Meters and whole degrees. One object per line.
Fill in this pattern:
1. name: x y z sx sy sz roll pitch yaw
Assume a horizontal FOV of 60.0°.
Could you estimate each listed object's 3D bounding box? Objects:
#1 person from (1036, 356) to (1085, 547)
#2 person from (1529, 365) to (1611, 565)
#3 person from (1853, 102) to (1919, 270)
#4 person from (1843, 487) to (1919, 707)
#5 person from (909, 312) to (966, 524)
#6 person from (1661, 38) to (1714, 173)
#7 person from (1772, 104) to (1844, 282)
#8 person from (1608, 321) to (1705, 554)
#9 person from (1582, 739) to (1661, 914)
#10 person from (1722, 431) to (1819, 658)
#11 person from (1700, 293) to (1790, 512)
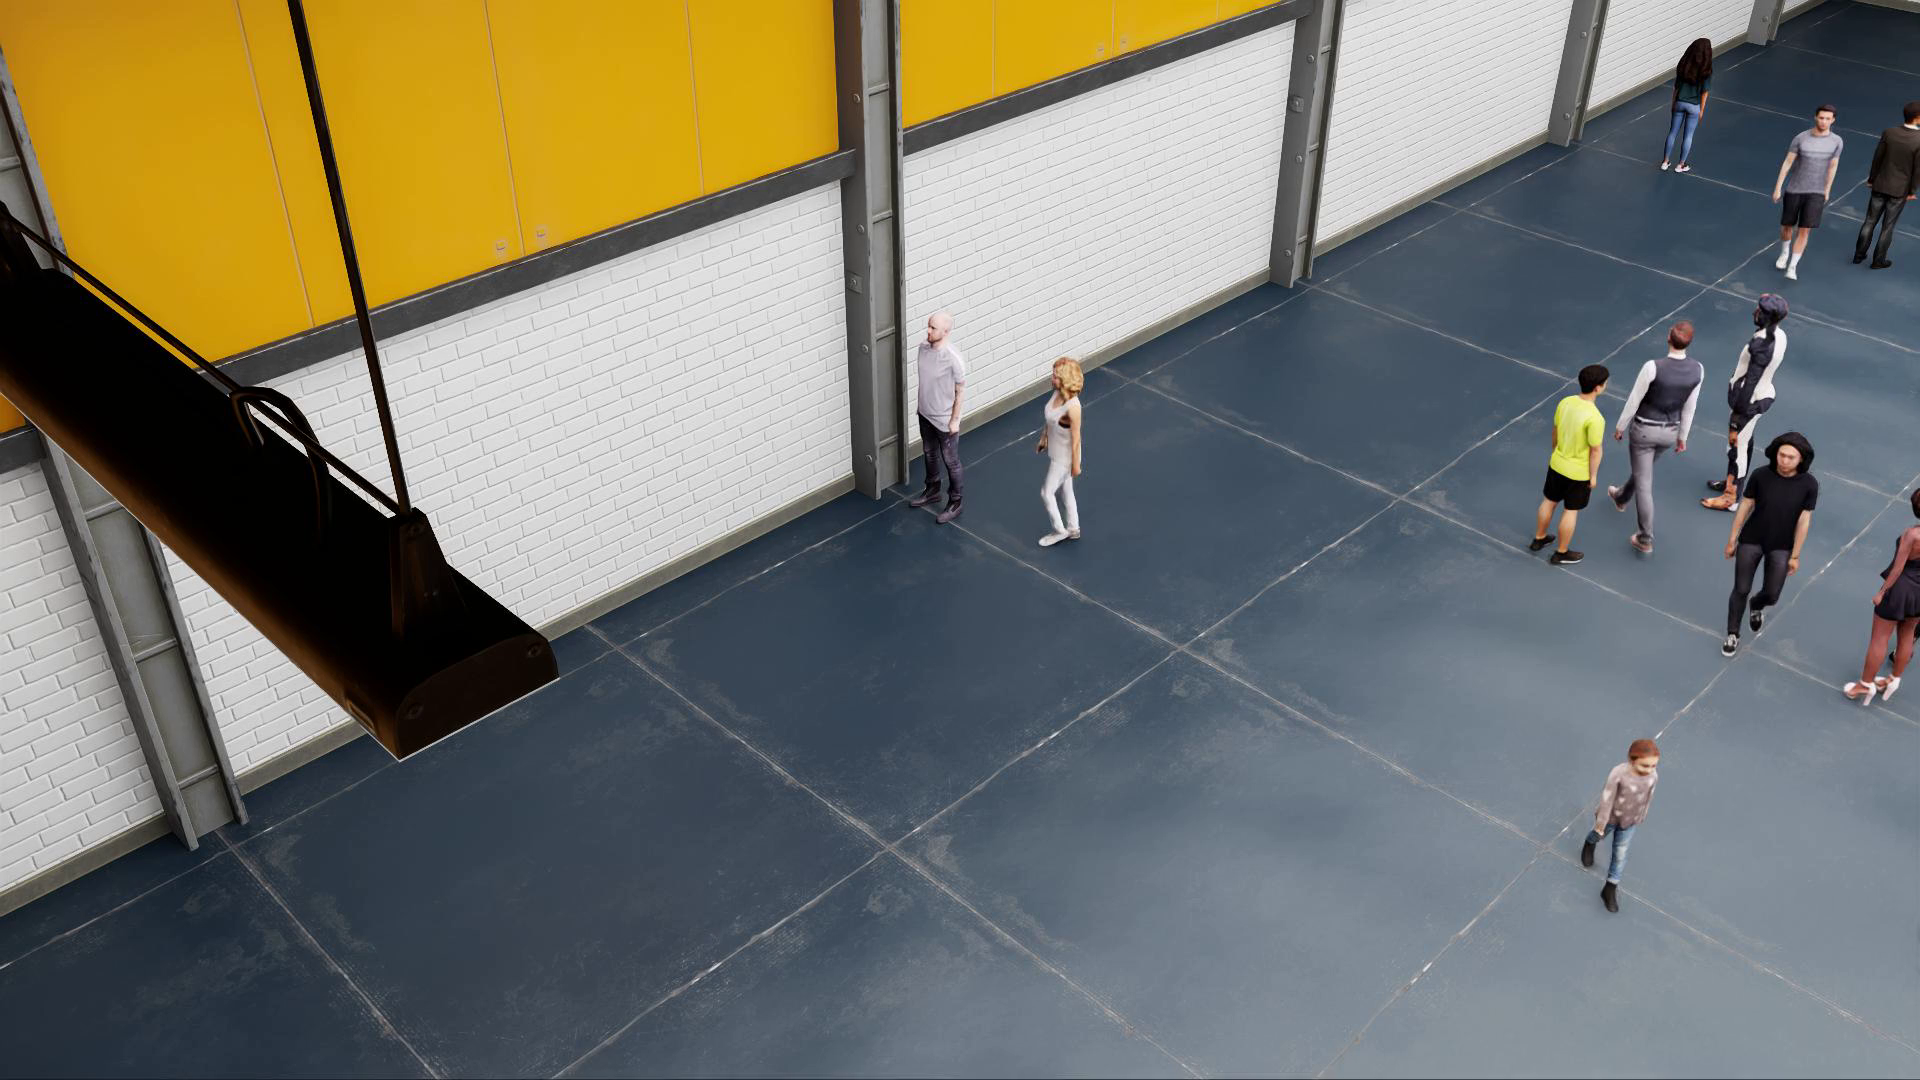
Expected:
1. person: 0.900 -0.705 13.284 0.768 1.658 0.719 -4 34 -6
2. person: 4.820 -0.603 13.083 0.638 1.709 0.682 -16 37 -23
3. person: 9.981 -3.800 17.809 0.583 1.802 0.704 -23 40 -31
4. person: 6.555 0.380 11.533 0.626 1.788 0.717 -7 34 -11
5. person: -0.155 -1.034 13.620 0.594 1.832 0.666 -25 41 -33
6. person: 8.847 -5.291 20.219 0.608 1.617 0.604 25 41 33
7. person: 8.993 -3.743 17.688 0.922 1.842 1.179 15 36 21
8. person: 5.538 -0.793 13.205 1.227 1.891 1.266 -1 34 -2
9. person: 4.020 1.643 10.185 0.777 1.177 0.894 5 34 8
10. person: 5.888 -0.018 12.101 0.765 1.823 0.858 17 37 24
11. person: 6.523 -1.137 13.724 0.778 1.889 0.599 20 38 27
